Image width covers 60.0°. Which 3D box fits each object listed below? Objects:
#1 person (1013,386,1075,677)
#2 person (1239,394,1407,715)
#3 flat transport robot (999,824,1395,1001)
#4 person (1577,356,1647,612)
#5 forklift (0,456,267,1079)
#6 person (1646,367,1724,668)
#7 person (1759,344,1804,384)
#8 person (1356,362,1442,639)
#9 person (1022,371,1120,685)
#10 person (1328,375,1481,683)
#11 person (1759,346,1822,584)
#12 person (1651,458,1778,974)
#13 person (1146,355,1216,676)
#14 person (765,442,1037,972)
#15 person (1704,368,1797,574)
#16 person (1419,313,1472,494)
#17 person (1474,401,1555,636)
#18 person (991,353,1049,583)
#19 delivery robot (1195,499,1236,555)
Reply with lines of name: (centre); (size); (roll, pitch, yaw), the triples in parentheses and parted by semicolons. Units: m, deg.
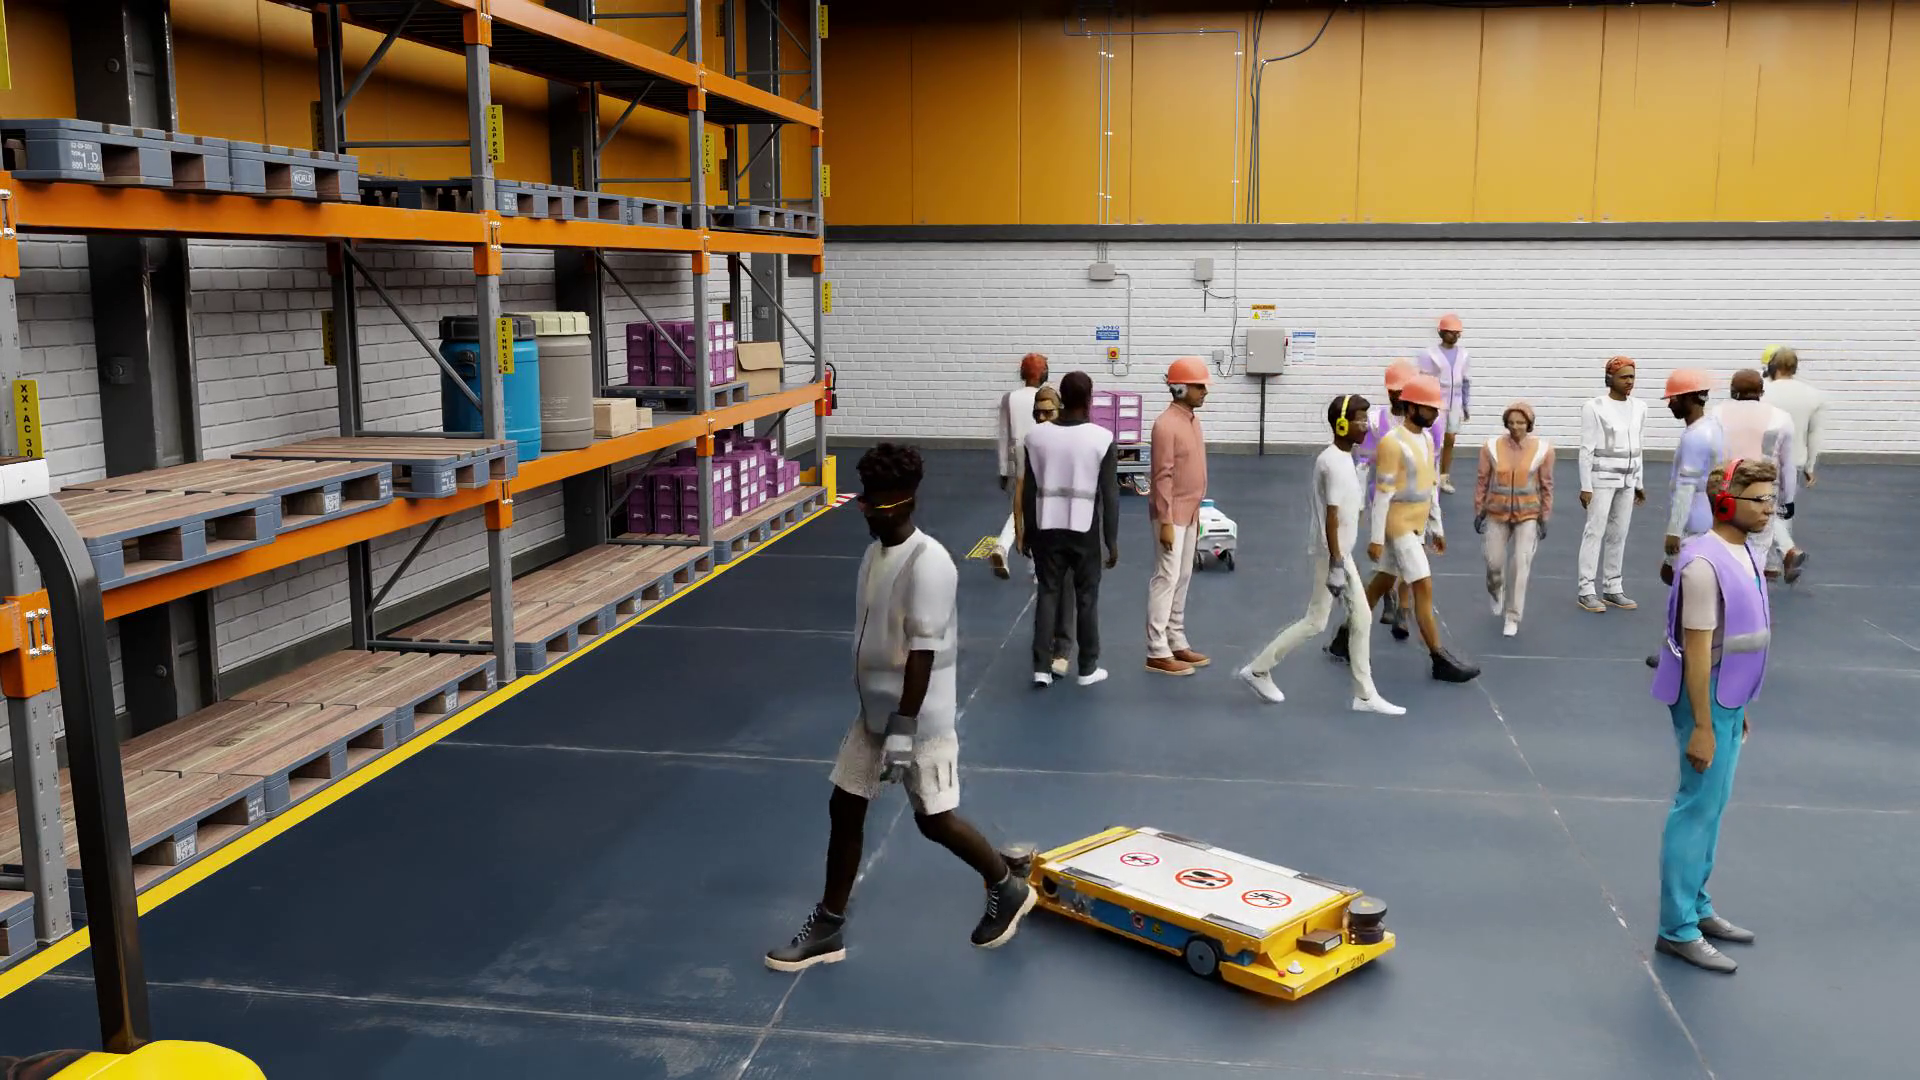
person: (0.596, -0.082, 10.548); (0.524, 1.787, 0.984); (1, 9, 9)
person: (2.054, 0.084, 9.421); (0.899, 1.834, 0.551); (3, 10, 20)
flat transport robot: (0.851, 1.358, 6.318); (1.431, 0.197, 0.652); (9, 13, 44)
person: (4.813, -0.411, 12.265); (0.585, 1.882, 0.343); (-4, 10, -22)
forklift: (-2.328, 0.975, 2.765); (2.313, 2.155, 1.214); (1, 9, 9)
person: (4.566, -0.118, 10.368); (0.496, 1.914, 0.569); (5, 10, 28)
person: (7.594, -0.923, 15.601); (0.617, 1.821, 0.426); (-2, 9, -11)
person: (3.011, -0.285, 11.500); (0.567, 1.878, 1.001); (3, 10, 19)
person: (0.667, -0.057, 10.031); (0.610, 1.931, 0.414); (4, 10, 21)
person: (2.743, -0.089, 10.332); (1.018, 1.885, 0.541); (7, 11, 36)
person: (6.549, -0.576, 13.216); (0.636, 1.921, 0.740); (-1, 9, -8)
person: (2.737, 0.616, 6.079); (0.374, 1.838, 0.586); (6, 11, 35)
person: (1.380, -0.156, 10.392); (0.400, 1.990, 0.620); (5, 10, 27)
person: (-0.177, 0.593, 5.954); (0.969, 1.923, 0.601); (-5, 11, -30)
person: (5.585, -0.311, 11.852); (0.662, 1.821, 0.519); (6, 11, 32)
person: (5.457, -1.546, 18.817); (0.608, 2.031, 0.577); (-2, 9, -13)
person: (3.851, -0.165, 11.562); (0.520, 1.619, 0.523); (4, 10, 25)
person: (0.535, -0.552, 13.212); (0.577, 1.869, 0.578); (6, 11, 31)
delivery robot: (2.101, -0.103, 14.164); (0.477, 0.478, 0.707); (-1, 9, -8)
